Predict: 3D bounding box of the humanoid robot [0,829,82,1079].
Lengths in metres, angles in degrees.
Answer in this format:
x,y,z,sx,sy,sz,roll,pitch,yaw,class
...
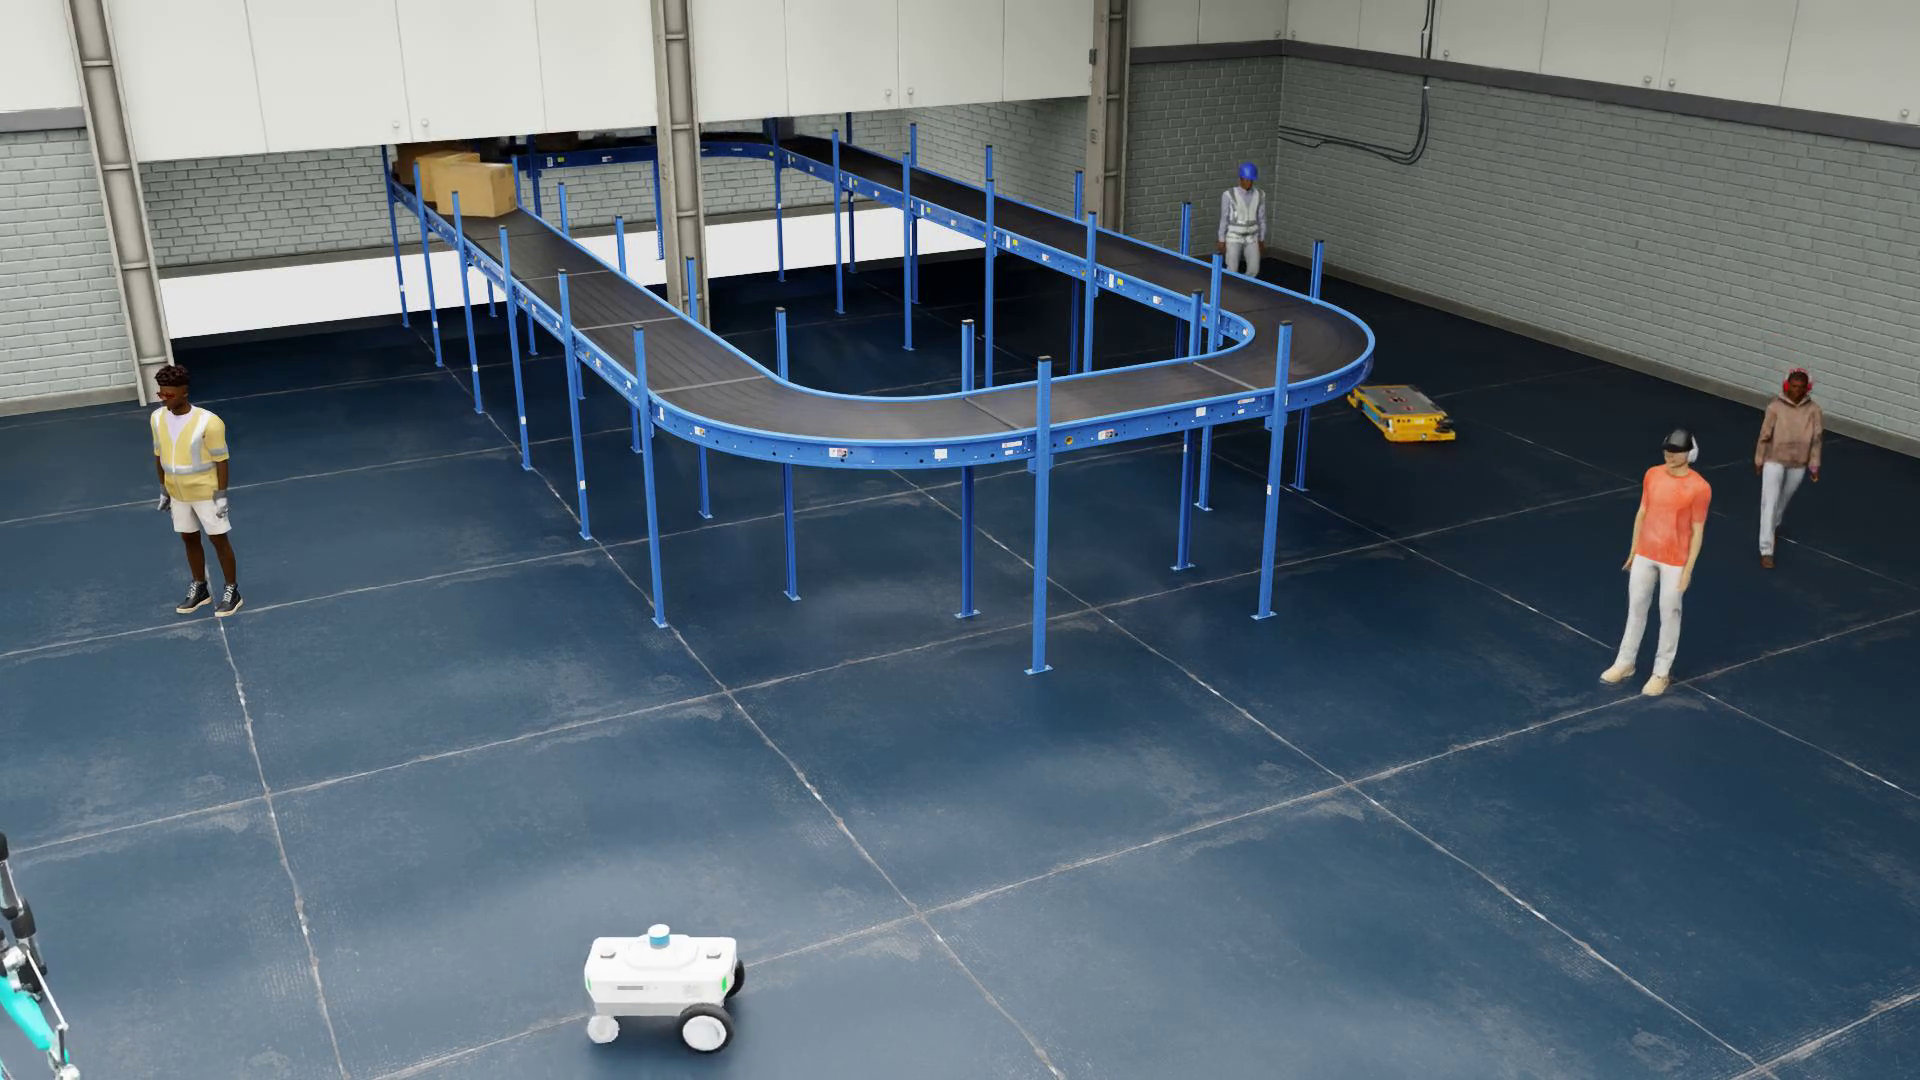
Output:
x,y,z,sx,sy,sz,roll,pitch,yaw,class
-4.108,1.958,7.051,0.977,1.723,0.551,18,28,38,humanoid robot

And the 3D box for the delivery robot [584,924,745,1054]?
x,y,z,sx,sy,sz,roll,pitch,yaw,class
-1.426,2.170,8.152,0.796,0.612,0.499,0,22,0,delivery robot

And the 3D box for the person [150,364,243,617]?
x,y,z,sx,sy,sz,roll,pitch,yaw,class
-5.776,-0.373,12.536,0.605,1.966,0.368,5,22,11,person

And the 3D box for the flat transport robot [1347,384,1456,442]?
x,y,z,sx,sy,sz,roll,pitch,yaw,class
4.532,-1.319,17.135,0.659,0.231,1.431,-2,22,-5,flat transport robot

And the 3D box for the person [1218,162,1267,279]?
x,y,z,sx,sy,sz,roll,pitch,yaw,class
3.575,-3.834,21.136,0.630,1.934,0.474,-4,22,-9,person

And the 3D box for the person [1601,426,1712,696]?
x,y,z,sx,sy,sz,roll,pitch,yaw,class
4.764,0.140,11.342,0.408,1.910,0.481,-17,28,-36,person

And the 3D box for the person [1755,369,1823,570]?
x,y,z,sx,sy,sz,roll,pitch,yaw,class
6.781,-0.641,13.655,0.457,1.608,0.856,5,22,11,person
